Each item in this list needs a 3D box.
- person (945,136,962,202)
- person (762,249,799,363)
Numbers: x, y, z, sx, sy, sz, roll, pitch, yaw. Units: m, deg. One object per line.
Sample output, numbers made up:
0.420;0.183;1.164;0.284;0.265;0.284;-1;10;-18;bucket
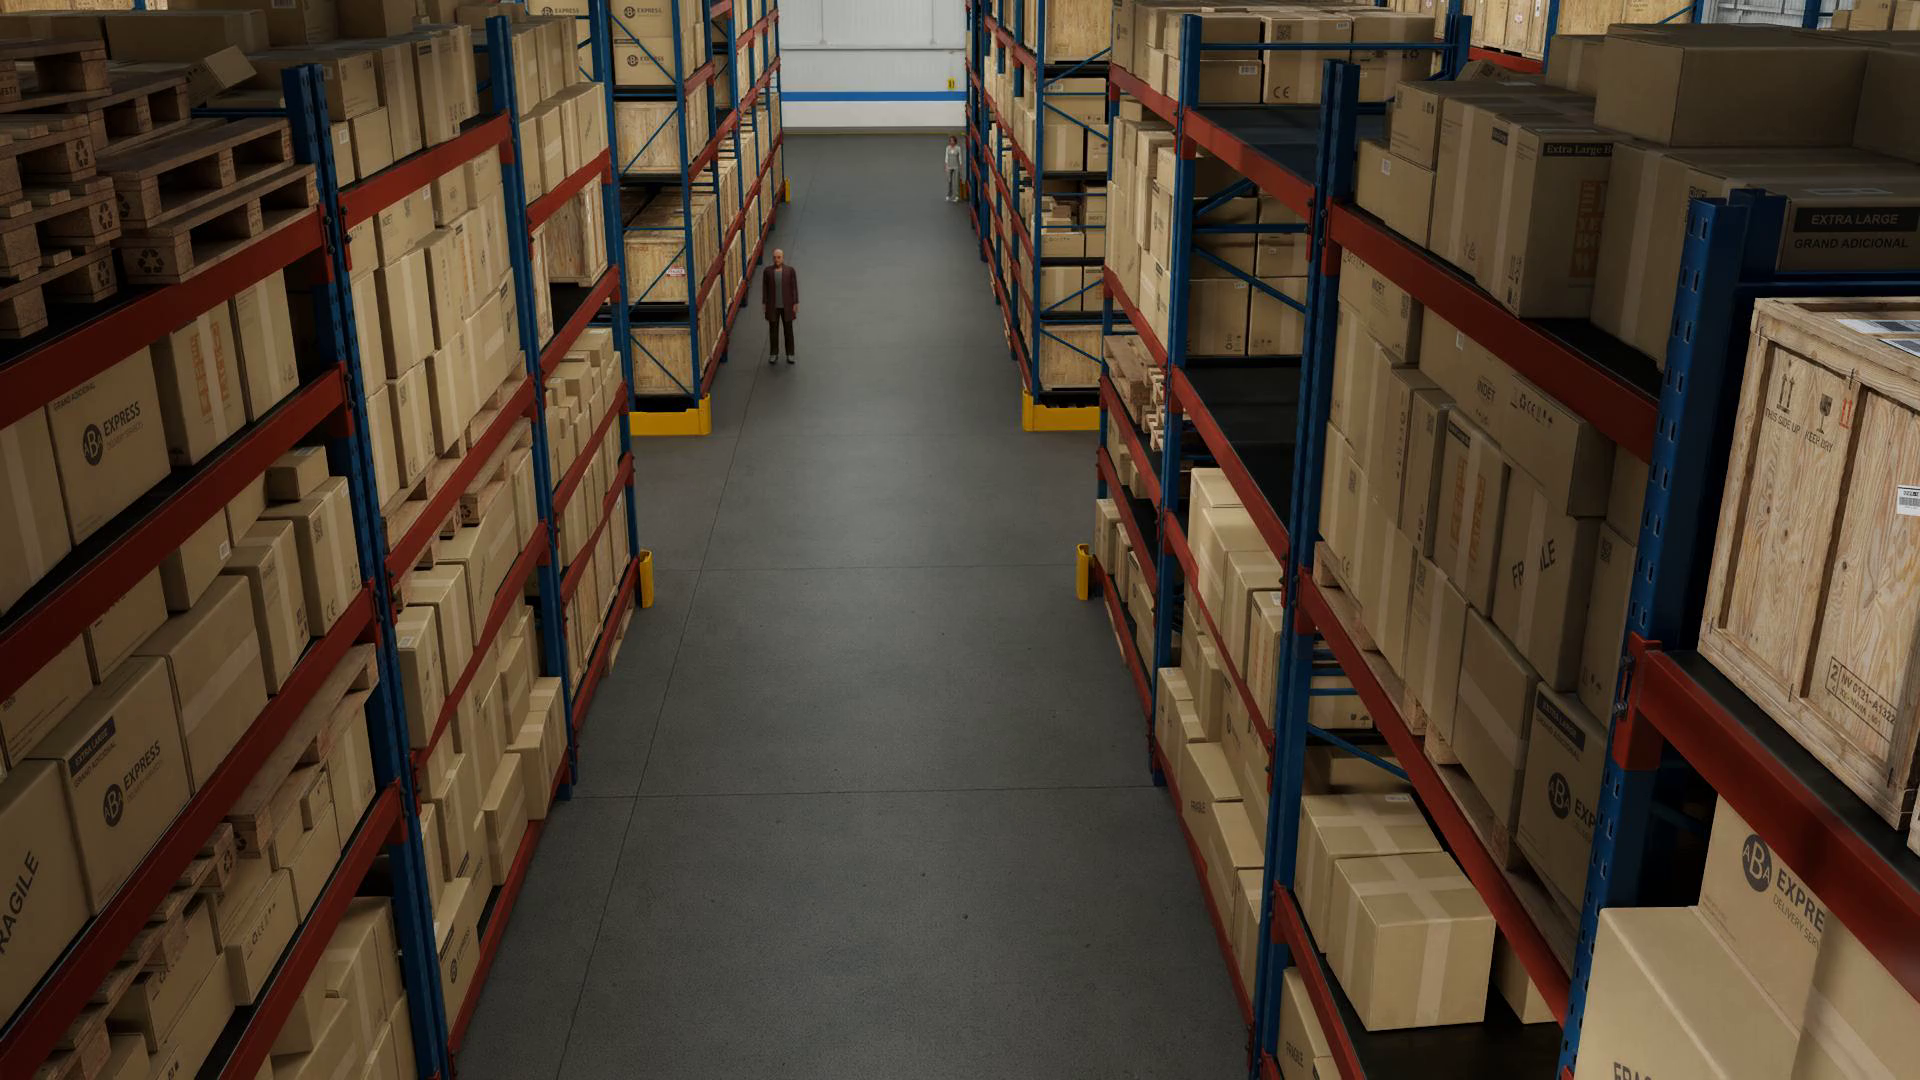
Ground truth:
-0.167;-9.290;41.643;0.414;1.616;0.328;4;21;9;person
-2.856;-3.716;26.428;0.576;1.781;0.401;-1;20;-2;person
